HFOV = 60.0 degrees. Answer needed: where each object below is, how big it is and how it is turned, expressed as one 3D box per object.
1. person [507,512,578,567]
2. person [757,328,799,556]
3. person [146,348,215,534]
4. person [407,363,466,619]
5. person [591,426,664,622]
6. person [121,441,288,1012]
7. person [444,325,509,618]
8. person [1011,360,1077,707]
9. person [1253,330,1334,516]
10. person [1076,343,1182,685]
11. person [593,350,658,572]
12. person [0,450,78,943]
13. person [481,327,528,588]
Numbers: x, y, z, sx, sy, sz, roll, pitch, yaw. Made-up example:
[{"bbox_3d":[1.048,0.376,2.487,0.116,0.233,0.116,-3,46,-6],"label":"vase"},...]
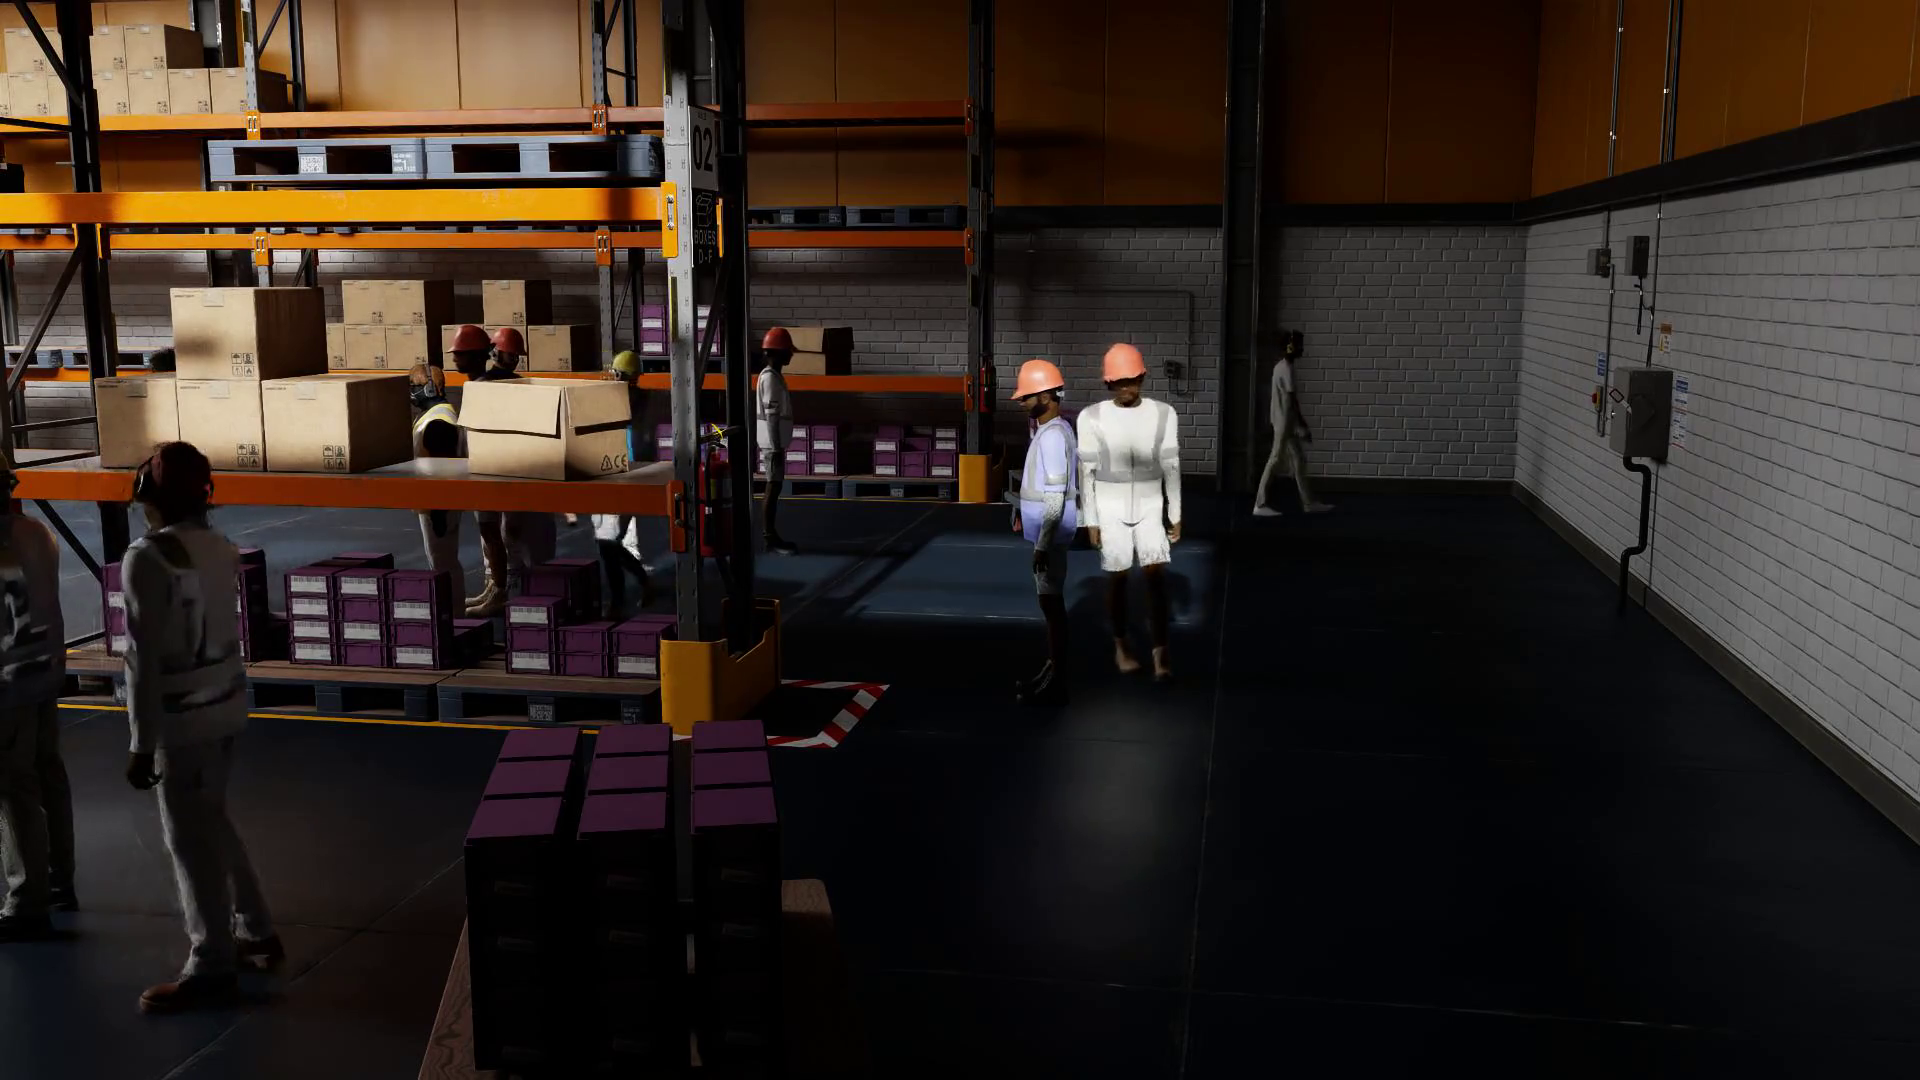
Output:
[{"bbox_3d":[-2.730,-0.153,10.712,0.547,1.720,0.576,2,9,13],"label":"person"},{"bbox_3d":[-1.547,-0.835,14.186,0.367,1.935,0.552,-1,9,-6],"label":"person"},{"bbox_3d":[-5.593,-0.407,11.726,0.633,1.882,0.993,8,12,41],"label":"person"},{"bbox_3d":[-3.372,-0.215,10.682,0.430,1.836,0.619,-3,10,-20],"label":"person"},{"bbox_3d":[-2.360,-0.256,11.381,0.390,1.673,0.561,2,9,14],"label":"person"},{"bbox_3d":[-2.502,0.615,5.453,0.399,1.862,0.621,0,9,-2],"label":"person"},{"bbox_3d":[-3.370,-0.477,11.638,0.389,2.041,0.614,-3,10,-17],"label":"person"},{"bbox_3d":[0.466,-0.036,9.258,0.368,1.929,0.542,1,9,4],"label":"person"},{"bbox_3d":[3.309,-1.124,16.307,0.895,1.834,0.521,1,9,8],"label":"person"},{"bbox_3d":[1.006,-0.133,9.667,0.637,1.998,0.936,-1,9,-3],"label":"person"},{"bbox_3d":[-2.787,-0.661,13.588,0.829,1.793,0.578,7,11,35],"label":"person"},{"bbox_3d":[-3.459,0.537,6.008,0.404,1.829,0.591,-1,9,-5],"label":"person"},{"bbox_3d":[-3.483,-0.636,12.799,0.393,1.986,0.611,3,10,20],"label":"person"}]
